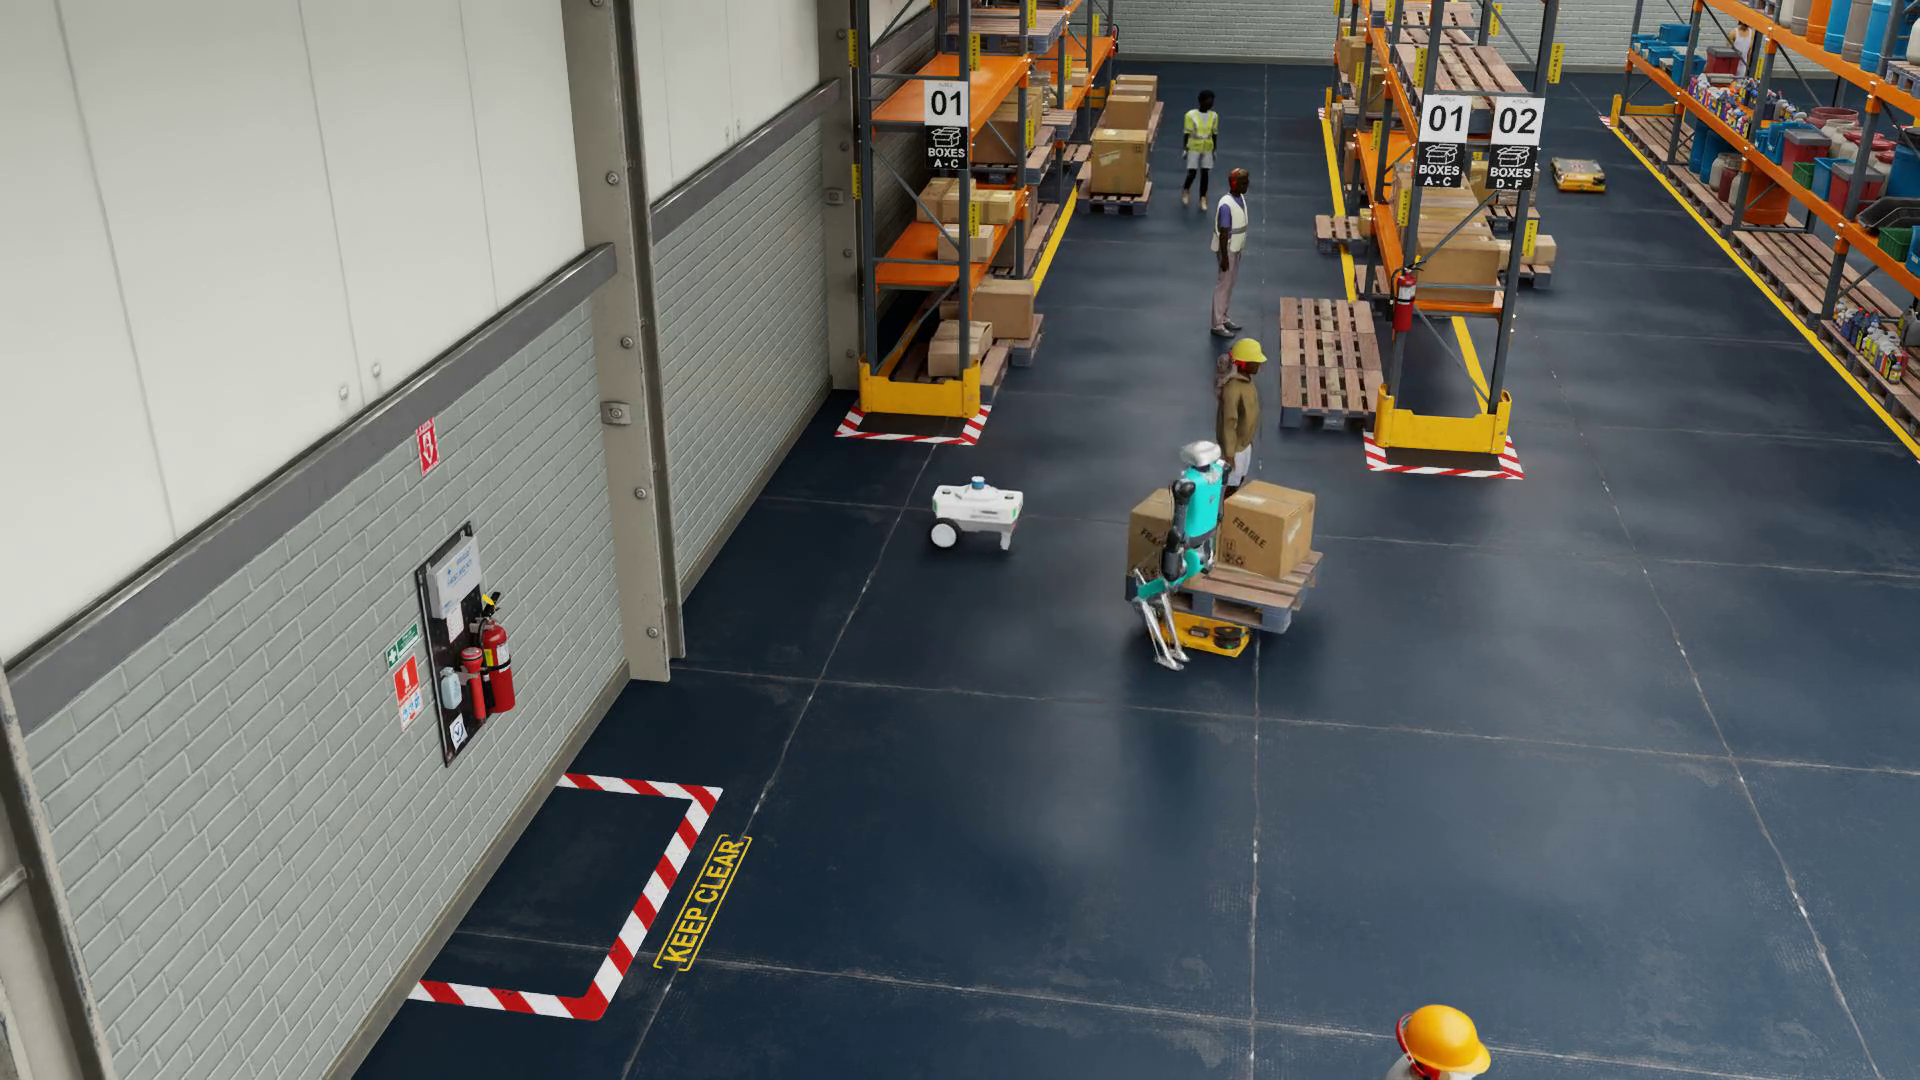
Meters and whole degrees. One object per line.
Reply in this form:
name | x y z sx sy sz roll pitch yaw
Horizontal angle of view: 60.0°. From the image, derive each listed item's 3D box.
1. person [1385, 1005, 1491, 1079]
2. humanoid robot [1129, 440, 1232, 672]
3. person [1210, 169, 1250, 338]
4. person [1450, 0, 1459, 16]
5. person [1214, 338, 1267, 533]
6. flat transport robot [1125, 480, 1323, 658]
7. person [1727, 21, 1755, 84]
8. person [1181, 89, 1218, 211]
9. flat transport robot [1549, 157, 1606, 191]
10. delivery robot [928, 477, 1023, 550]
person | 1.661 2.476 6.151 0.385 1.890 0.560 12 27 23
humanoid robot | 1.437 0.093 11.391 0.701 1.755 0.552 22 33 39
person | 2.951 -3.165 18.269 0.373 1.842 0.568 10 27 21
person | 9.325 -9.381 31.677 0.319 1.761 0.521 -18 31 -34
person | 2.183 -0.767 13.233 0.406 1.761 0.552 11 27 21
flat transport robot | 1.975 0.439 12.417 0.659 0.231 1.431 12 28 24
person | 13.839 -8.462 29.601 0.504 1.854 0.419 -1 25 -2
person | 3.390 -5.489 23.435 0.556 1.670 0.398 -8 26 -16
flat transport robot | 9.362 -5.548 25.231 0.659 0.231 1.431 5 26 11
delivery robot | 0.112 -0.221 13.516 0.786 0.614 0.524 5 26 11
